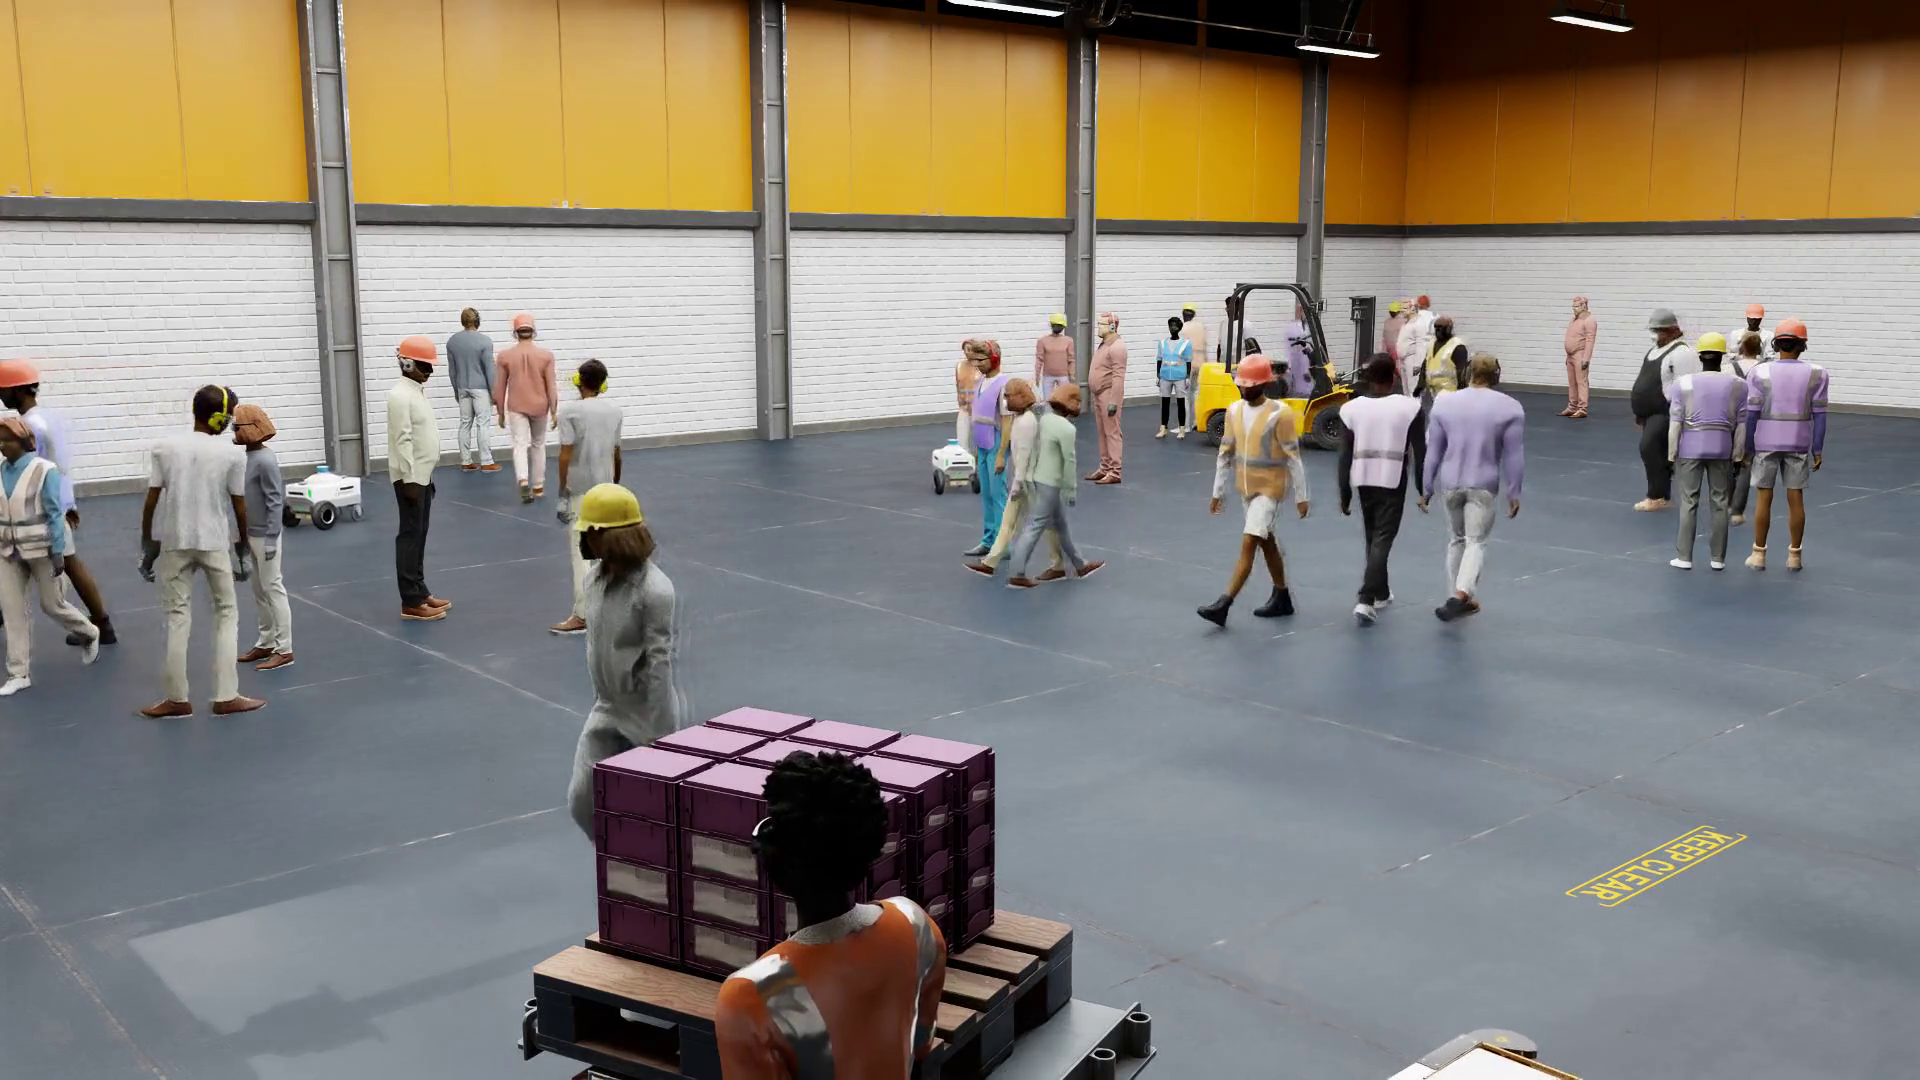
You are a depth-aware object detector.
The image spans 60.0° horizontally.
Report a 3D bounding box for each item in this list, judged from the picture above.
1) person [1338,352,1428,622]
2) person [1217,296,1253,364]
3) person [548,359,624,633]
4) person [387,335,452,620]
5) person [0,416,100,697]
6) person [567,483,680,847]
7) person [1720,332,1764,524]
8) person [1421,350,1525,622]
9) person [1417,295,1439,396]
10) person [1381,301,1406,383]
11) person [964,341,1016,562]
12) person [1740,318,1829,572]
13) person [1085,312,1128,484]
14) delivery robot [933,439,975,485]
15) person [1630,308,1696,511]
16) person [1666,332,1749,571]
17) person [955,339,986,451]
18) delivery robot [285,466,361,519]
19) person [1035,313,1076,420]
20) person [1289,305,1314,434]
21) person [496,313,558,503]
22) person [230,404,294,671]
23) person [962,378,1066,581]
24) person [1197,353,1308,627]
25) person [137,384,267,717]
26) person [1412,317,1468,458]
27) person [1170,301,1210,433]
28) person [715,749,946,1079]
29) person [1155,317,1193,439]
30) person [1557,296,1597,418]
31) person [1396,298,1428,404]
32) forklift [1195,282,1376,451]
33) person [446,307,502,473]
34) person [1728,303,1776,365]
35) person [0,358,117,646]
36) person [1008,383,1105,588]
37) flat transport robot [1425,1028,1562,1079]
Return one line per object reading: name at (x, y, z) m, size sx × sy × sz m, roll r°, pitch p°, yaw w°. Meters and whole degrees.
person at (2.943, -0.381, 11.698) m, size 0.602 × 1.872 × 1.003 m, roll 6°, pitch 12°, yaw 33°
person at (3.995, -2.597, 24.361) m, size 0.361 × 1.964 × 0.614 m, roll -9°, pitch 13°, yaw -42°
person at (-2.568, -0.296, 11.291) m, size 0.385 × 1.837 × 0.693 m, roll 8°, pitch 13°, yaw 41°
person at (-3.804, -0.440, 11.676) m, size 0.394 × 1.985 × 0.608 m, roll -1°, pitch 10°, yaw -7°
person at (-5.449, 0.062, 9.809) m, size 0.516 × 1.615 × 0.703 m, roll 1°, pitch 10°, yaw 7°
person at (-1.202, 0.649, 6.064) m, size 0.500 × 1.731 × 0.389 m, roll 7°, pitch 12°, yaw 36°
person at (7.547, -1.077, 15.916) m, size 0.515 × 1.812 × 0.846 m, roll 8°, pitch 12°, yaw 38°
person at (3.489, -0.342, 11.395) m, size 0.671 × 1.902 × 0.861 m, roll 6°, pitch 12°, yaw 32°
person at (8.283, -3.461, 29.824) m, size 0.601 × 1.841 × 0.938 m, roll 4°, pitch 10°, yaw 22°
person at (8.021, -3.535, 30.586) m, size 0.745 × 1.717 × 0.550 m, roll -6°, pitch 11°, yaw -30°
person at (0.283, -0.738, 13.856) m, size 0.390 × 1.838 × 0.563 m, roll -4°, pitch 10°, yaw -20°
person at (6.627, -0.765, 13.420) m, size 0.614 × 2.039 × 0.387 m, roll 3°, pitch 10°, yaw 16°
person at (1.631, -1.583, 18.586) m, size 0.408 × 1.913 × 0.641 m, roll -2°, pitch 10°, yaw -13°
delivery robot at (-0.071, -0.844, 17.948) m, size 0.477 × 0.478 × 0.707 m, roll -2°, pitch 10°, yaw -12°
person at (6.908, -1.303, 16.566) m, size 0.636 × 2.000 × 0.698 m, roll 0°, pitch 10°, yaw 1°
person at (6.010, -0.708, 13.432) m, size 0.591 × 1.921 × 0.384 m, roll 2°, pitch 10°, yaw 12°
person at (0.187, -1.525, 19.180) m, size 0.520 × 1.597 × 0.858 m, roll 6°, pitch 11°, yaw 31°
delivery robot at (-5.991, -0.453, 15.663) m, size 0.477 × 0.478 × 0.707 m, roll 4°, pitch 11°, yaw 22°
person at (1.315, -2.239, 22.926) m, size 0.561 × 1.750 × 0.326 m, roll 0°, pitch 10°, yaw -2°
person at (4.807, -2.431, 23.623) m, size 0.733 × 1.882 × 0.643 m, roll 1°, pitch 10°, yaw 6°
person at (-4.486, -1.365, 17.227) m, size 0.627 × 1.956 × 0.953 m, roll -3°, pitch 10°, yaw -15°
person at (-4.322, -0.020, 10.244) m, size 0.275 × 1.632 × 0.507 m, roll -9°, pitch 13°, yaw -43°
person at (0.438, -0.453, 12.888) m, size 0.855 × 1.580 × 0.516 m, roll -1°, pitch 10°, yaw -8°
person at (2.006, -0.337, 11.387) m, size 0.984 × 1.869 × 0.580 m, roll -7°, pitch 12°, yaw -35°
person at (-4.246, 0.070, 9.153) m, size 0.673 × 1.837 × 0.344 m, roll -2°, pitch 10°, yaw -11°
person at (5.924, -1.860, 20.571) m, size 0.997 × 1.781 × 0.615 m, roll -3°, pitch 10°, yaw -18°
person at (3.268, -2.473, 23.887) m, size 0.780 × 1.882 × 0.448 m, roll -5°, pitch 11°, yaw -27°
person at (-0.235, 1.195, 2.943) m, size 0.317 × 1.700 × 0.537 m, roll 7°, pitch 12°, yaw 34°
person at (2.961, -2.243, 23.069) m, size 0.537 × 1.700 × 0.317 m, roll 5°, pitch 11°, yaw 25°
person at (9.695, -2.865, 26.122) m, size 0.410 × 1.905 × 0.640 m, roll -1°, pitch 10°, yaw -8°
person at (6.709, -2.646, 24.830) m, size 0.402 × 1.904 × 0.652 m, roll -1°, pitch 10°, yaw -4°
forklift at (4.328, -2.346, 22.227) m, size 2.313 × 2.155 × 1.214 m, roll 3°, pitch 10°, yaw 16°
person at (-5.689, -1.750, 19.485) m, size 0.630 × 1.940 × 0.372 m, roll 3°, pitch 10°, yaw 19°
person at (10.389, -2.145, 21.867) m, size 0.560 × 1.924 × 0.424 m, roll 7°, pitch 12°, yaw 34°
person at (-6.004, -0.217, 10.682) m, size 1.002 × 1.876 × 0.555 m, roll -3°, pitch 10°, yaw -17°
person at (0.747, -0.420, 12.742) m, size 0.868 × 1.568 × 0.549 m, roll -3°, pitch 10°, yaw -19°
flat transport robot at (1.298, 1.668, 4.346) m, size 1.431 × 0.197 × 0.652 m, roll -9°, pitch 13°, yaw -42°
